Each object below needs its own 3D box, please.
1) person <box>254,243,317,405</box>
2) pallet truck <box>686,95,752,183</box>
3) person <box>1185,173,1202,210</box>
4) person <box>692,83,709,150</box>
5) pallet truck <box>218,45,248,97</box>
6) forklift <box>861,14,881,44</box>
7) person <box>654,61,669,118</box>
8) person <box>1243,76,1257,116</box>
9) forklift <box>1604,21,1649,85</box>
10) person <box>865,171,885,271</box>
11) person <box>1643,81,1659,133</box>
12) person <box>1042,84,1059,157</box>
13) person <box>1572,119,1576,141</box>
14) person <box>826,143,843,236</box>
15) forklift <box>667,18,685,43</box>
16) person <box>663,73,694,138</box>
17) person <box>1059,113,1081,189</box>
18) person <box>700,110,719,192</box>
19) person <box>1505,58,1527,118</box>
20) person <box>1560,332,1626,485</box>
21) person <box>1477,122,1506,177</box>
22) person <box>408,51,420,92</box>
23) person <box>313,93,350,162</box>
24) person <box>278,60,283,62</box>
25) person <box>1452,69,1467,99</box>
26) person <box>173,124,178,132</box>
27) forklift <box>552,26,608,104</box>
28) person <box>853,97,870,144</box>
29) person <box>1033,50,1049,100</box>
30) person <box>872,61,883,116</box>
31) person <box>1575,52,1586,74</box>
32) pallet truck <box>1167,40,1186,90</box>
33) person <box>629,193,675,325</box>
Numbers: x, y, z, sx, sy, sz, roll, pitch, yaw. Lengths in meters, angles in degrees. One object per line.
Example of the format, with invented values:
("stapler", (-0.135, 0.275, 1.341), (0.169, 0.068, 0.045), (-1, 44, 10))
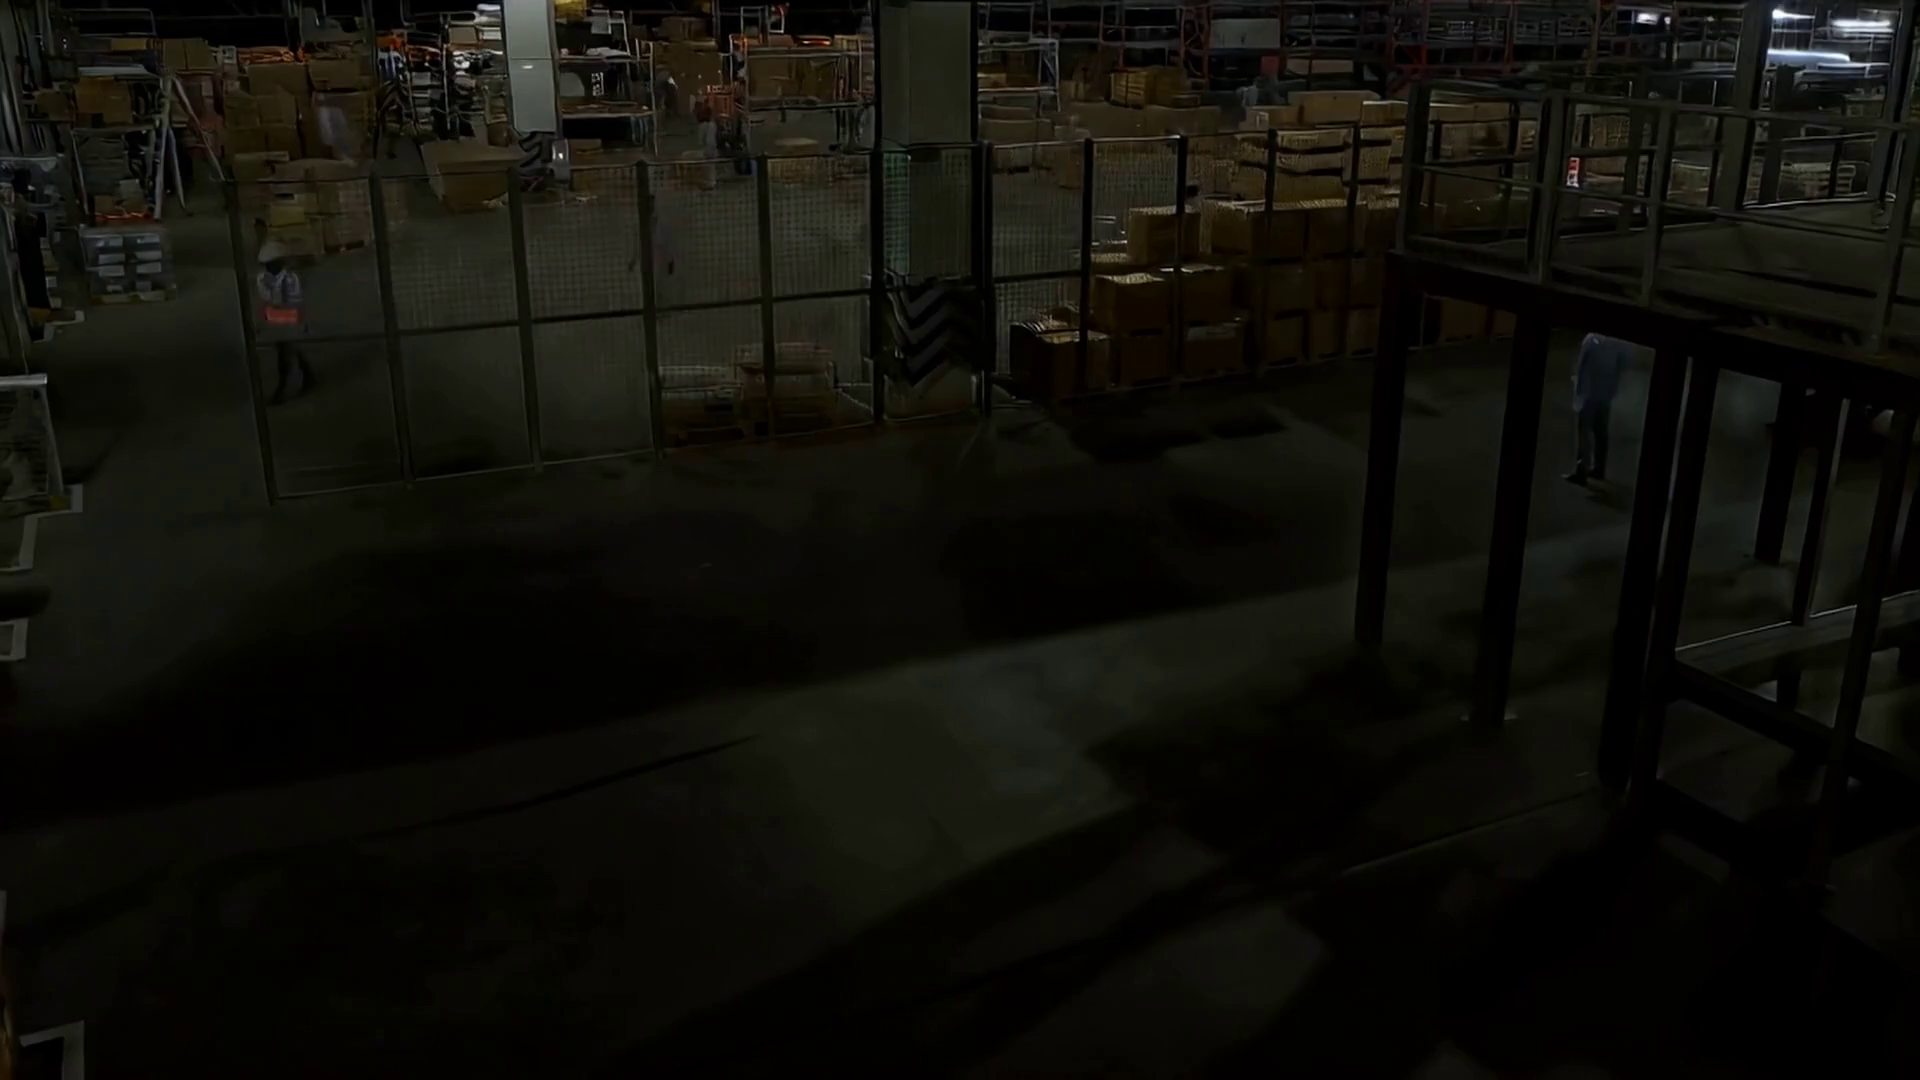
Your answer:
("person", (-8.029, -2.578, 19.659), (0.540, 1.881, 0.982), (8, 20, 21))
("pallet truck", (-5.836, -9.608, 39.856), (0.823, 1.965, 1.885), (10, 22, 27))
("person", (3.513, -4.685, 25.690), (0.367, 1.926, 0.594), (4, 20, 12))
("person", (-7.289, -11.894, 46.742), (0.552, 1.823, 0.422), (5, 20, 13))
("pallet truck", (-28.879, -18.665, 66.111), (0.823, 1.965, 1.885), (-3, 19, -9))
("forklift", (-4.189, -23.320, 78.271), (1.129, 2.768, 1.873), (11, 22, 29))
("person", (-10.105, -15.316, 56.568), (0.610, 1.898, 0.756), (-18, 26, -41))
("person", (9.043, -13.601, 51.897), (0.530, 1.689, 0.321), (-17, 25, -40))
("forklift", (27.335, -19.644, 67.616), (1.873, 2.768, 1.129), (-9, 21, -25))
("person", (-1.220, -4.797, 26.015), (0.472, 1.928, 0.651), (16, 25, 39))
("person", (19.526, -12.092, 47.284), (0.551, 1.839, 0.802), (-10, 22, -28))
("person", (2.478, -11.363, 45.071), (0.400, 1.919, 0.582), (-18, 26, -42))
("person", (13.902, -9.122, 38.369), (0.356, 2.047, 0.615), (-3, 19, -8))
("person", (-2.422, -6.714, 31.850), (0.309, 1.741, 0.493), (-4, 19, -12))
("forklift", (-12.241, -21.122, 71.897), (1.873, 2.768, 1.129), (-13, 23, -34))
("person", (-8.516, -13.039, 49.943), (0.974, 1.892, 0.662), (-1, 19, -3))
("person", (2.532, -9.003, 38.491), (0.533, 1.749, 0.670), (-15, 24, -37))
("person", (-5.713, -8.878, 37.976), (0.429, 1.840, 0.634), (-1, 19, -2))
("person", (18.591, -15.133, 55.806), (0.683, 2.000, 0.538), (1, 19, 2))
("person", (6.284, -1.464, 16.505), (0.619, 1.836, 0.431), (-15, 24, -37))
("person", (10.801, -7.577, 34.023), (0.625, 1.969, 0.837), (15, 24, 37))
("person", (-22.509, -19.342, 68.244), (0.579, 1.881, 0.342), (14, 24, 35))
("person", (-16.020, -10.380, 42.245), (0.742, 1.914, 0.556), (-7, 20, -20))
("person", (-22.847, -15.224, 56.227), (0.634, 1.936, 0.357), (-8, 21, -23))
("person", (15.589, -13.878, 52.393), (0.906, 1.906, 0.548), (9, 21, 24))
("person", (-24.466, -13.460, 51.575), (0.515, 1.634, 0.314), (13, 23, 33))
("forklift", (-14.366, -17.840, 62.386), (1.873, 2.768, 1.129), (-9, 21, -25))
("person", (-2.548, -10.718, 43.526), (0.532, 1.696, 0.318), (15, 24, 37))
("person", (3.104, -17.807, 63.744), (0.608, 1.929, 0.970), (2, 19, 6))
("person", (-2.779, -15.675, 57.558), (0.392, 1.921, 0.591), (-12, 23, -32))
("person", (24.696, -18.519, 66.137), (0.536, 1.700, 0.318), (13, 23, 32))
("pallet truck", (9.045, -19.971, 69.895), (0.823, 1.965, 1.885), (-3, 19, -8))
("person", (-4.446, -3.995, 23.734), (0.645, 1.893, 0.993), (6, 20, 17))
